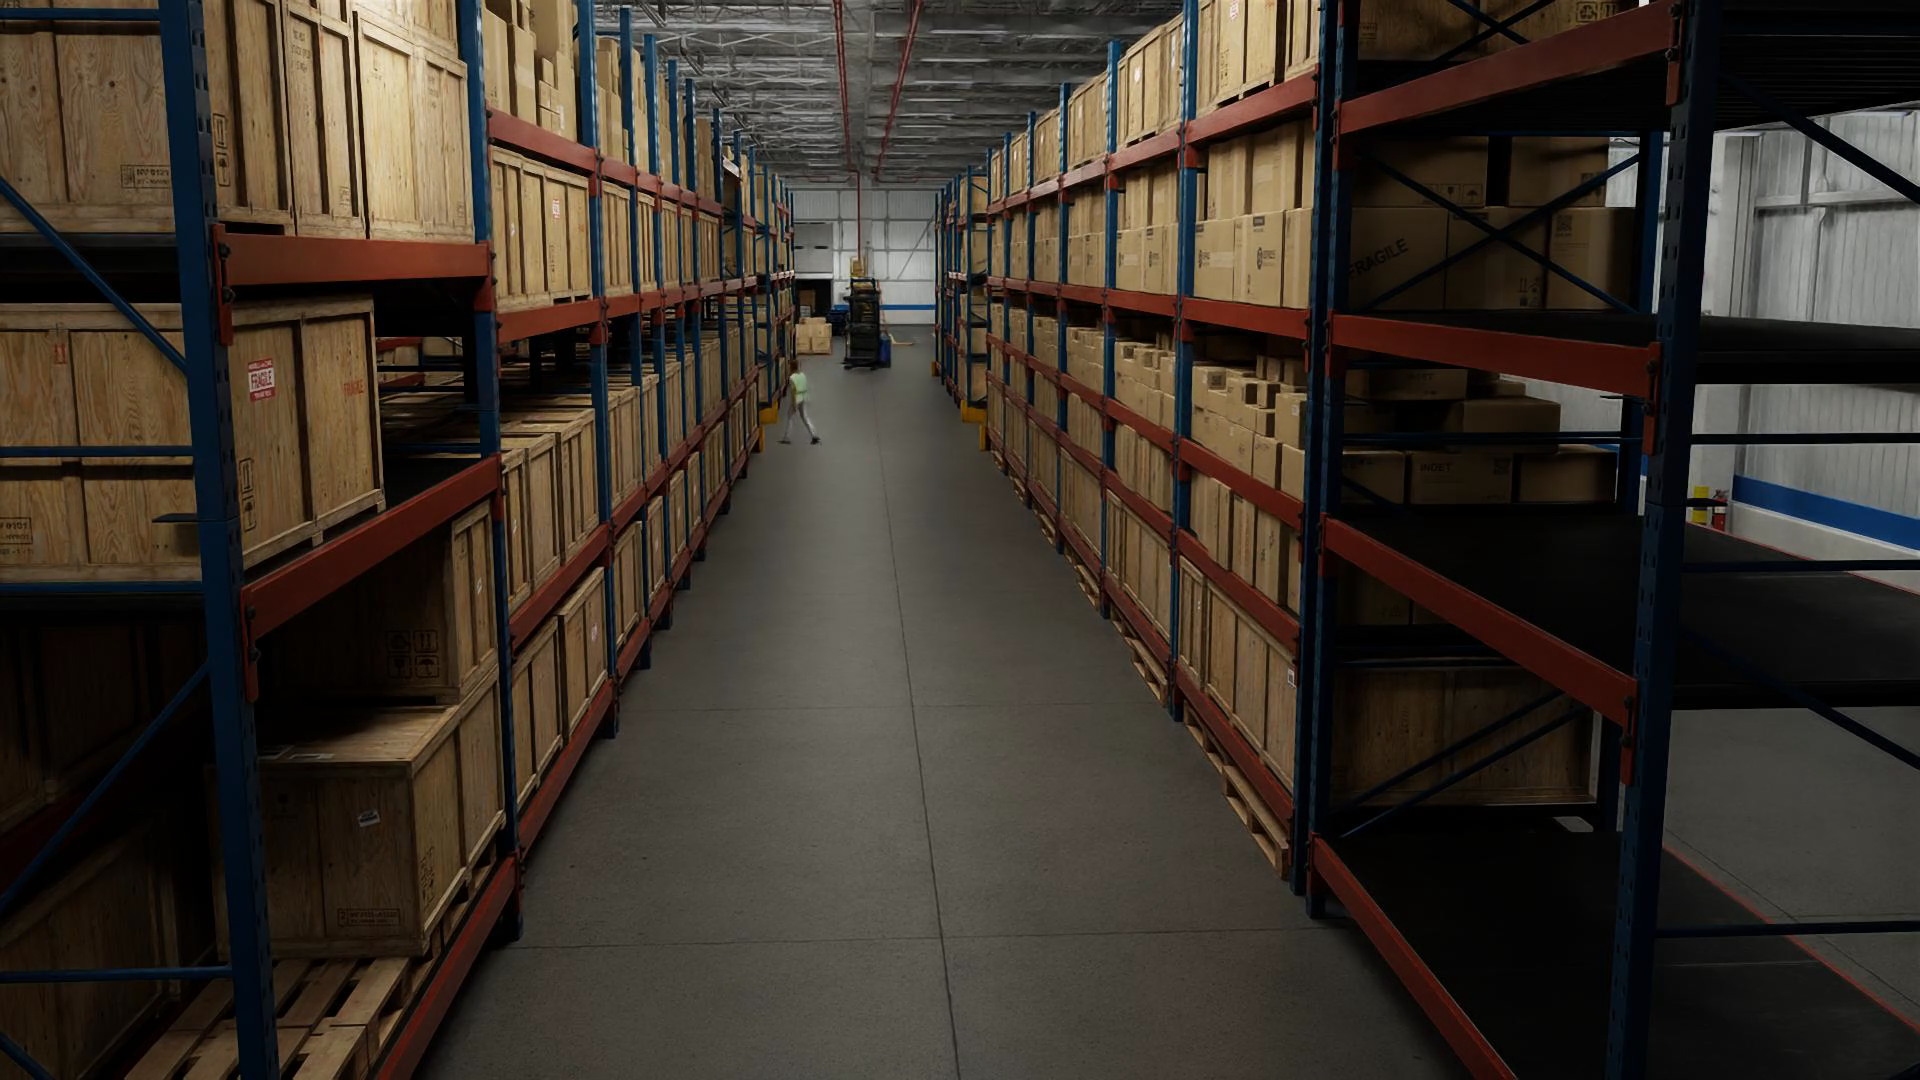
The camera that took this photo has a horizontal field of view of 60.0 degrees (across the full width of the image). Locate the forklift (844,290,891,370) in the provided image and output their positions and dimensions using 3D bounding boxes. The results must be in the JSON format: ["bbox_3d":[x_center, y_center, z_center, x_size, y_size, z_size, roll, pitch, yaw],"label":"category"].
[{"bbox_3d":[-3.261,-7.498,59.255,1.129,2.768,1.873,3,10,20],"label":"forklift"}]

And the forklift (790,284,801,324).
[{"bbox_3d":[-7.576,-10.118,74.909,1.129,2.768,1.873,8,12,39],"label":"forklift"}]

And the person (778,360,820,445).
[{"bbox_3d":[-3.386,-2.893,35.007,0.958,1.813,0.563,6,11,31],"label":"person"}]
